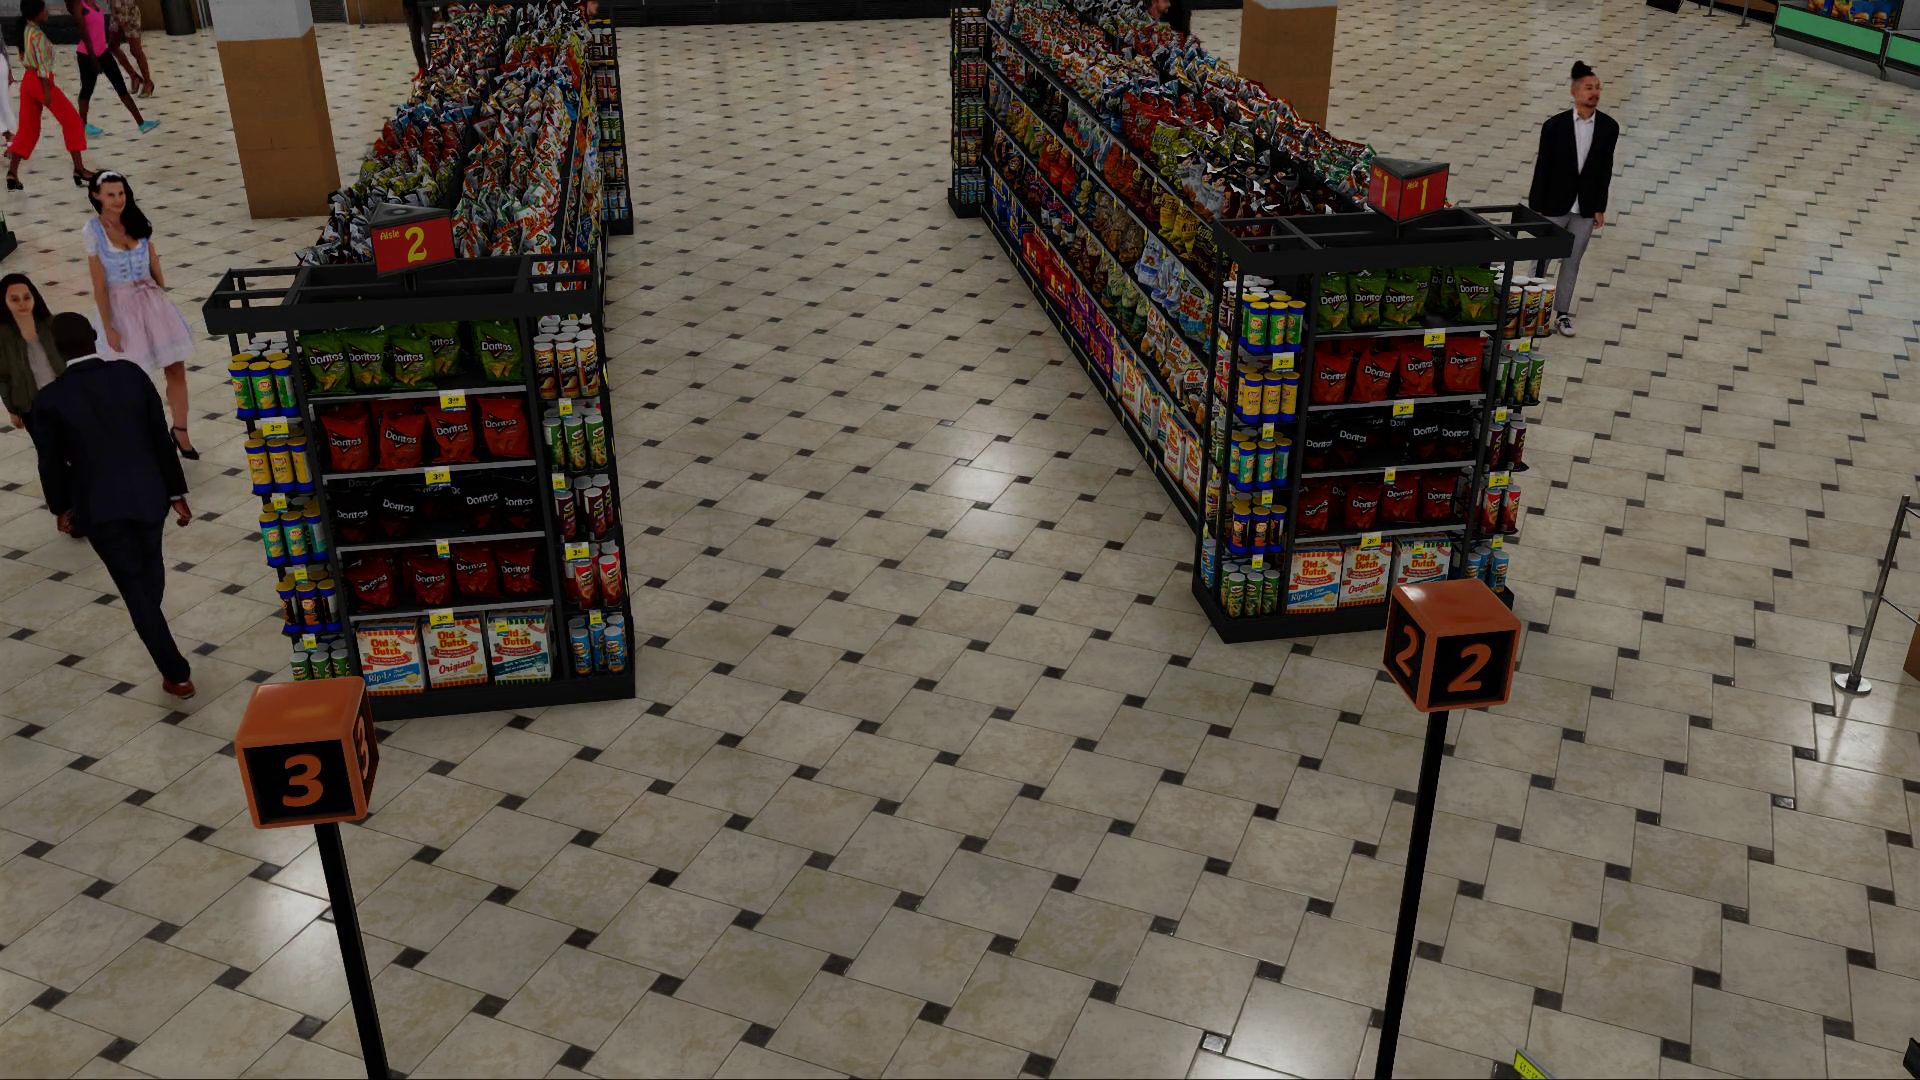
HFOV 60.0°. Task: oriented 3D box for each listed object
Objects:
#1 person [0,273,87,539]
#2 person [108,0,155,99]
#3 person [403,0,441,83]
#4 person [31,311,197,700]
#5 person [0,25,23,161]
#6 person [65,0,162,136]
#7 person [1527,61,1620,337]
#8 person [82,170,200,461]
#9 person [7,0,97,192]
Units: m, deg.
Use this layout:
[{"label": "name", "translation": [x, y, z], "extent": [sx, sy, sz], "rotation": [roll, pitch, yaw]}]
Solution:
[{"label": "person", "translation": [-5.019, -0.761, 9.137], "extent": [0.820, 1.453, 1.026], "rotation": [-16, 31, -28]}, {"label": "person", "translation": [-9.470, -5.966, 19.042], "extent": [0.722, 1.779, 0.781], "rotation": [17, 32, 30]}, {"label": "person", "translation": [-6.453, -6.461, 20.009], "extent": [0.953, 1.788, 1.117], "rotation": [10, 28, 18]}, {"label": "person", "translation": [-3.733, -0.102, 7.490], "extent": [1.135, 1.769, 1.342], "rotation": [-21, 34, -36]}, {"label": "person", "translation": [-9.498, -4.568, 16.360], "extent": [0.913, 1.712, 0.847], "rotation": [19, 33, 33]}, {"label": "person", "translation": [-9.057, -4.994, 17.252], "extent": [0.862, 1.663, 1.129], "rotation": [3, 27, 6]}, {"label": "person", "translation": [4.344, -2.426, 11.881], "extent": [0.772, 1.942, 0.693], "rotation": [3, 27, 5]}, {"label": "person", "translation": [-4.907, -1.296, 9.809], "extent": [0.893, 1.801, 0.974], "rotation": [-22, 34, -37]}, {"label": "person", "translation": [-8.533, -4.045, 15.300], "extent": [1.023, 1.737, 1.138], "rotation": [11, 29, 21]}]
